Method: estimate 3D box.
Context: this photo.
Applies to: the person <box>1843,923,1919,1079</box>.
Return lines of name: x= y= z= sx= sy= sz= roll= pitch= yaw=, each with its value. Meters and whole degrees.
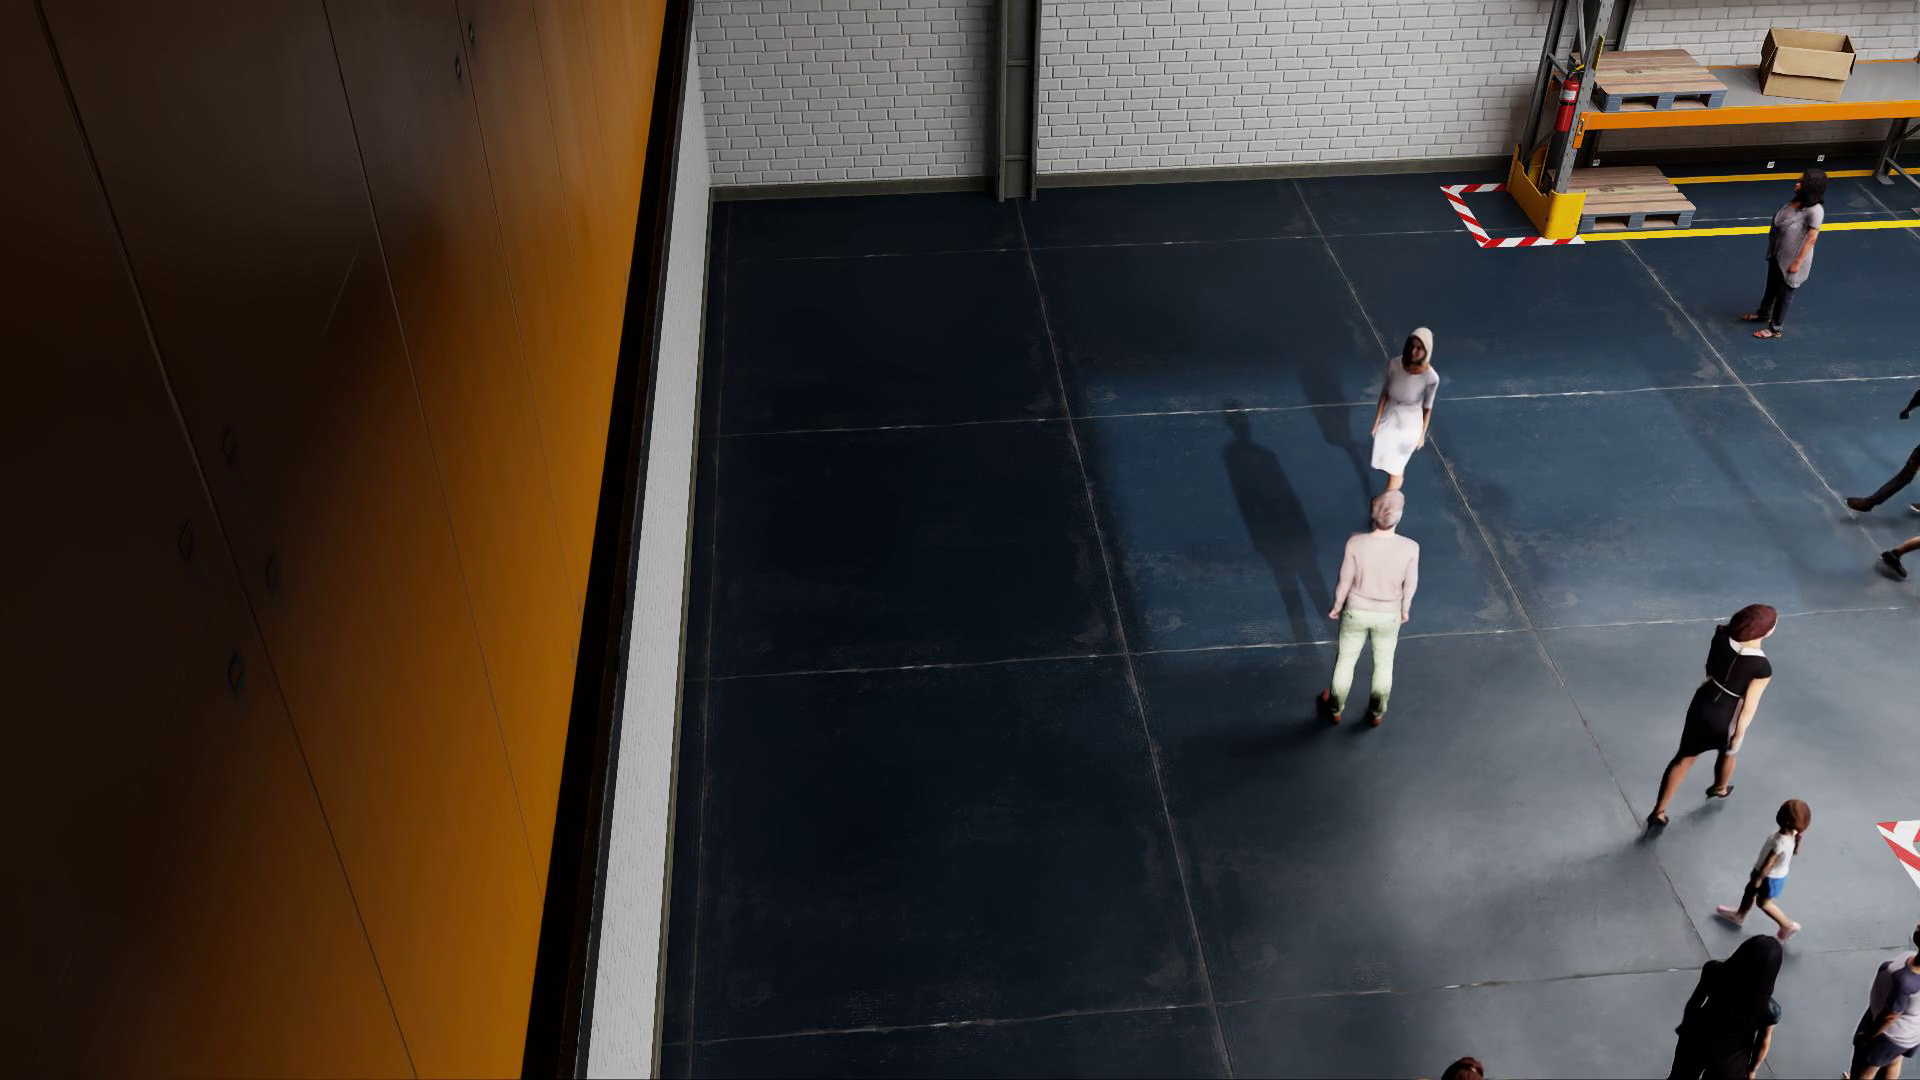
person: x=4.845 y=2.487 z=8.606 sx=0.579 sy=1.565 sz=0.695 roll=-17 pitch=42 yaw=-21

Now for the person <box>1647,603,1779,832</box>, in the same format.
person: x=4.564 y=1.113 z=10.164 sx=1.079 sy=1.767 sz=0.888 roll=-23 pitch=44 yaw=-26

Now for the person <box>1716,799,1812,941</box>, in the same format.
person: x=4.789 y=1.955 z=9.723 sx=0.724 sy=1.001 sz=0.647 roll=24 pitch=44 yaw=27

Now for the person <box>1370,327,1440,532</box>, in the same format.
person: x=3.381 y=-0.897 z=12.704 sx=0.887 sy=1.738 sz=0.925 roll=24 pitch=45 yaw=27

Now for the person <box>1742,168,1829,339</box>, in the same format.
person: x=7.469 y=-2.595 z=14.933 sx=0.673 sy=1.610 sz=0.652 roll=1 pitch=39 yaw=1

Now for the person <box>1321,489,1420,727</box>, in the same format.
person: x=2.690 y=0.477 z=10.880 sx=0.632 sy=1.867 sz=0.797 roll=6 pitch=39 yaw=7

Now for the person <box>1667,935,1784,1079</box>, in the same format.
person: x=3.797 y=2.566 z=8.369 sx=0.670 sy=1.736 sz=0.636 roll=-30 pitch=47 yaw=-32
